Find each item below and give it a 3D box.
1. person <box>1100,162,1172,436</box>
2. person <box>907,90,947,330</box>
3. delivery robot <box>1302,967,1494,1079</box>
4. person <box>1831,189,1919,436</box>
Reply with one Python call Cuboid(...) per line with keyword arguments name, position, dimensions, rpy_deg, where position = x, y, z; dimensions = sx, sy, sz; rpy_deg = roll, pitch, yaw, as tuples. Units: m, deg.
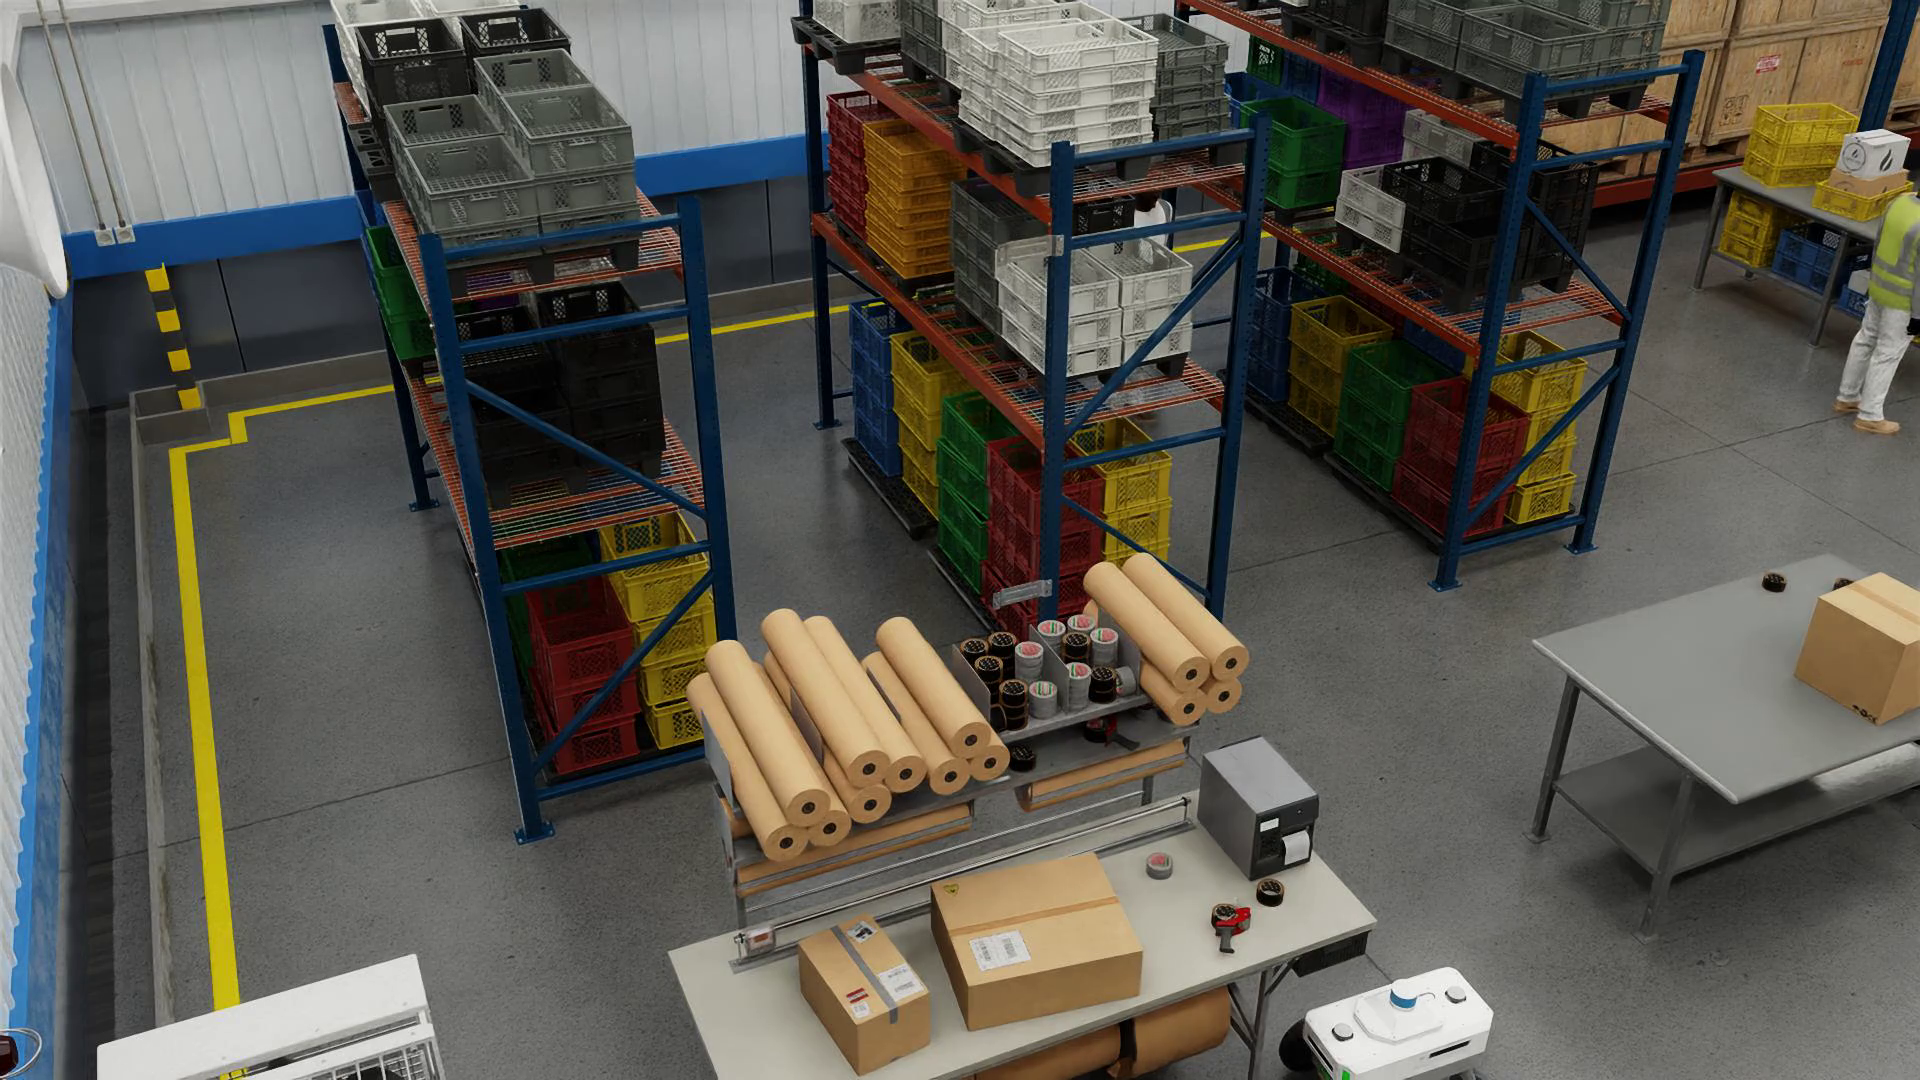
Cuboid(name="person", position=(1.164, -1.609, 11.030), dimensions=(0.585, 1.882, 0.337), rpy_deg=(-23, 38, -33))
Cuboid(name="person", position=(-0.237, -2.442, 12.337), dimensions=(0.377, 1.933, 0.681), rpy_deg=(-1, 32, -2))
Cuboid(name="delivery robot", position=(1.701, 1.917, 6.476), dimensions=(0.707, 0.478, 0.477), rpy_deg=(-12, 33, -18))
Cuboid(name="person", position=(6.271, -1.614, 11.078), dimensions=(0.428, 1.842, 0.631), rpy_deg=(0, 32, 0))
